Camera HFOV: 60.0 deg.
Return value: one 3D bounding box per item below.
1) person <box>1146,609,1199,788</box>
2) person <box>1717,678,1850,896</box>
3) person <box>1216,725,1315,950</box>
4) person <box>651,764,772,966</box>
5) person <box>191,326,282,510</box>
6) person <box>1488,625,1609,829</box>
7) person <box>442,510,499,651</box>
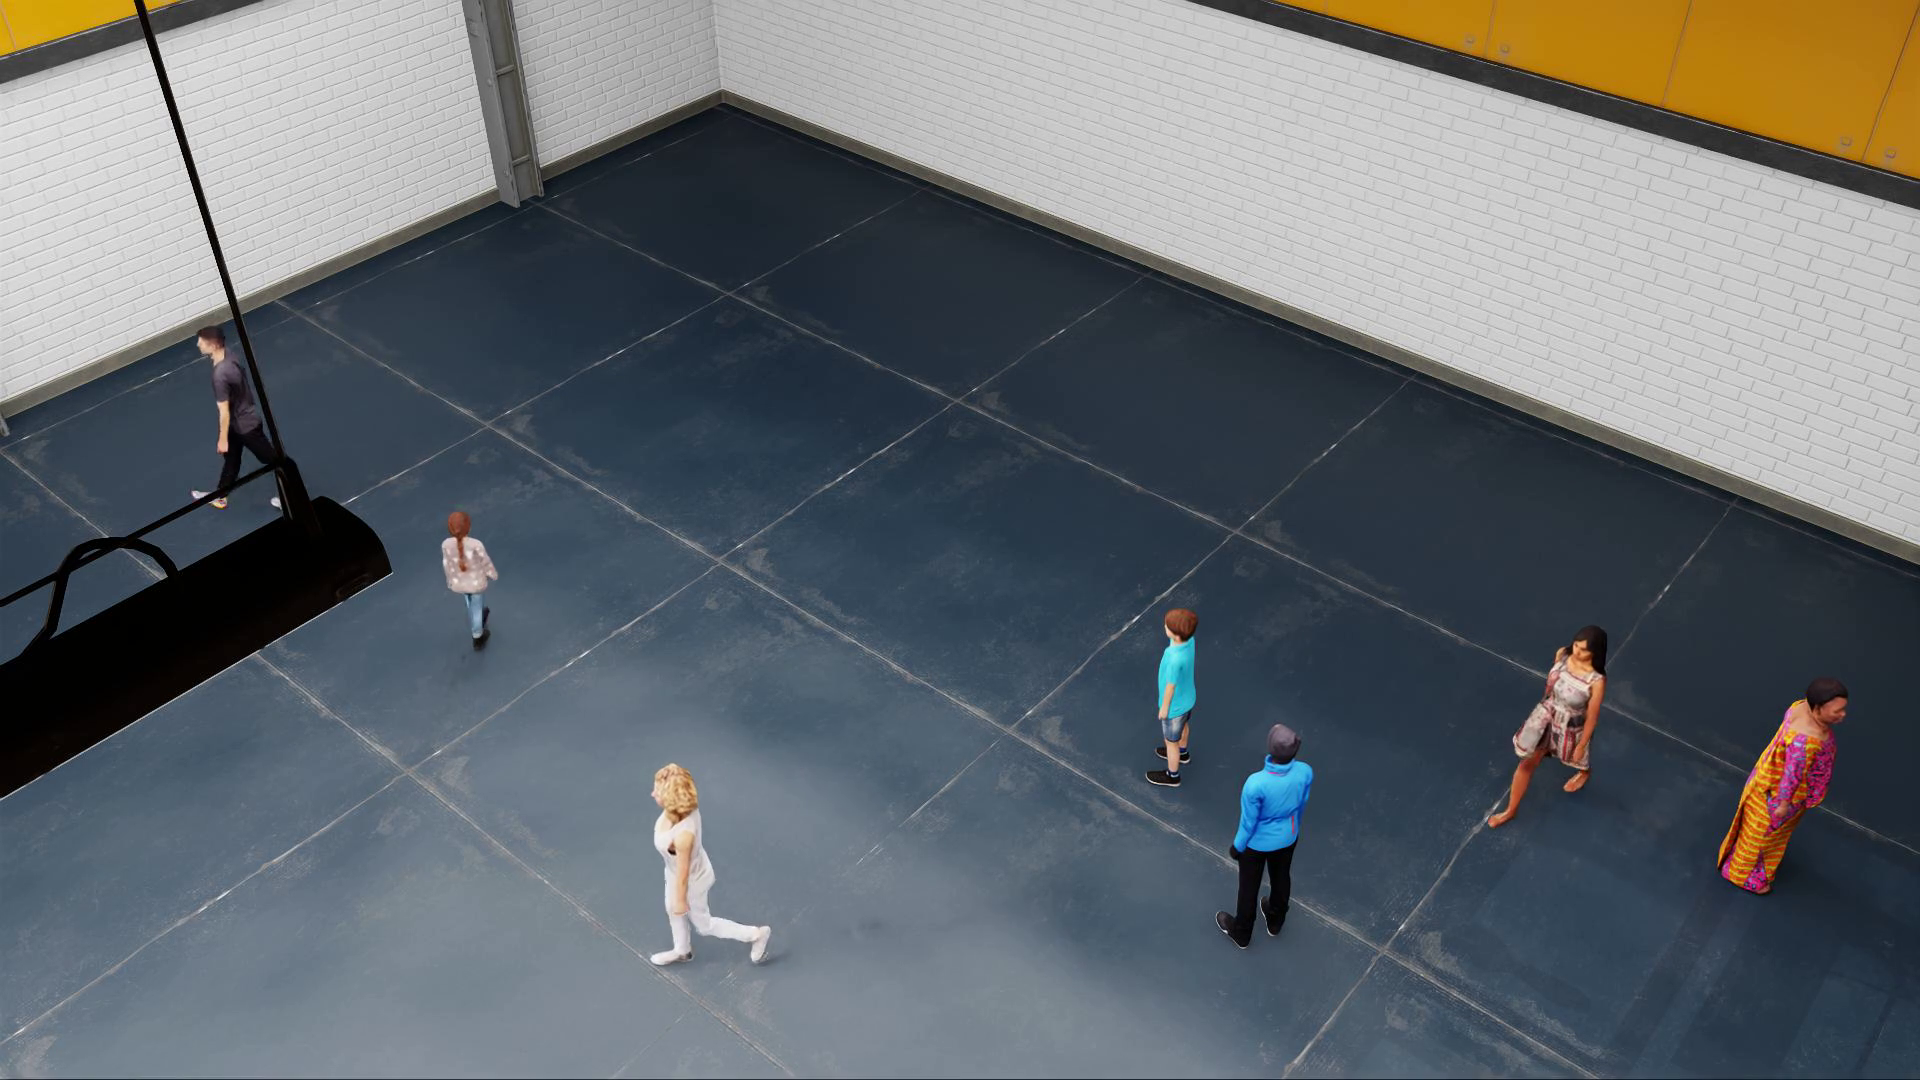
[{"bbox_3d":[1.465,1.036,11.144,0.629,1.447,0.504,14,41,16],"label":"person"},{"bbox_3d":[5.178,1.494,10.381,0.762,1.683,0.660,17,42,20],"label":"person"},{"bbox_3d":[1.850,1.779,9.936,0.634,1.794,0.752,-15,41,-18],"label":"person"},{"bbox_3d":[-1.522,1.972,9.809,1.064,1.650,0.931,-9,39,-11],"label":"person"},{"bbox_3d":[-5.694,-0.949,13.409,1.205,1.722,1.026,-12,40,-15],"label":"person"},{"bbox_3d":[4.002,1.177,10.842,1.204,1.604,0.859,-21,43,-24],"label":"person"},{"bbox_3d":[-3.633,0.329,12.247,0.673,1.176,0.758,4,39,5],"label":"person"}]
